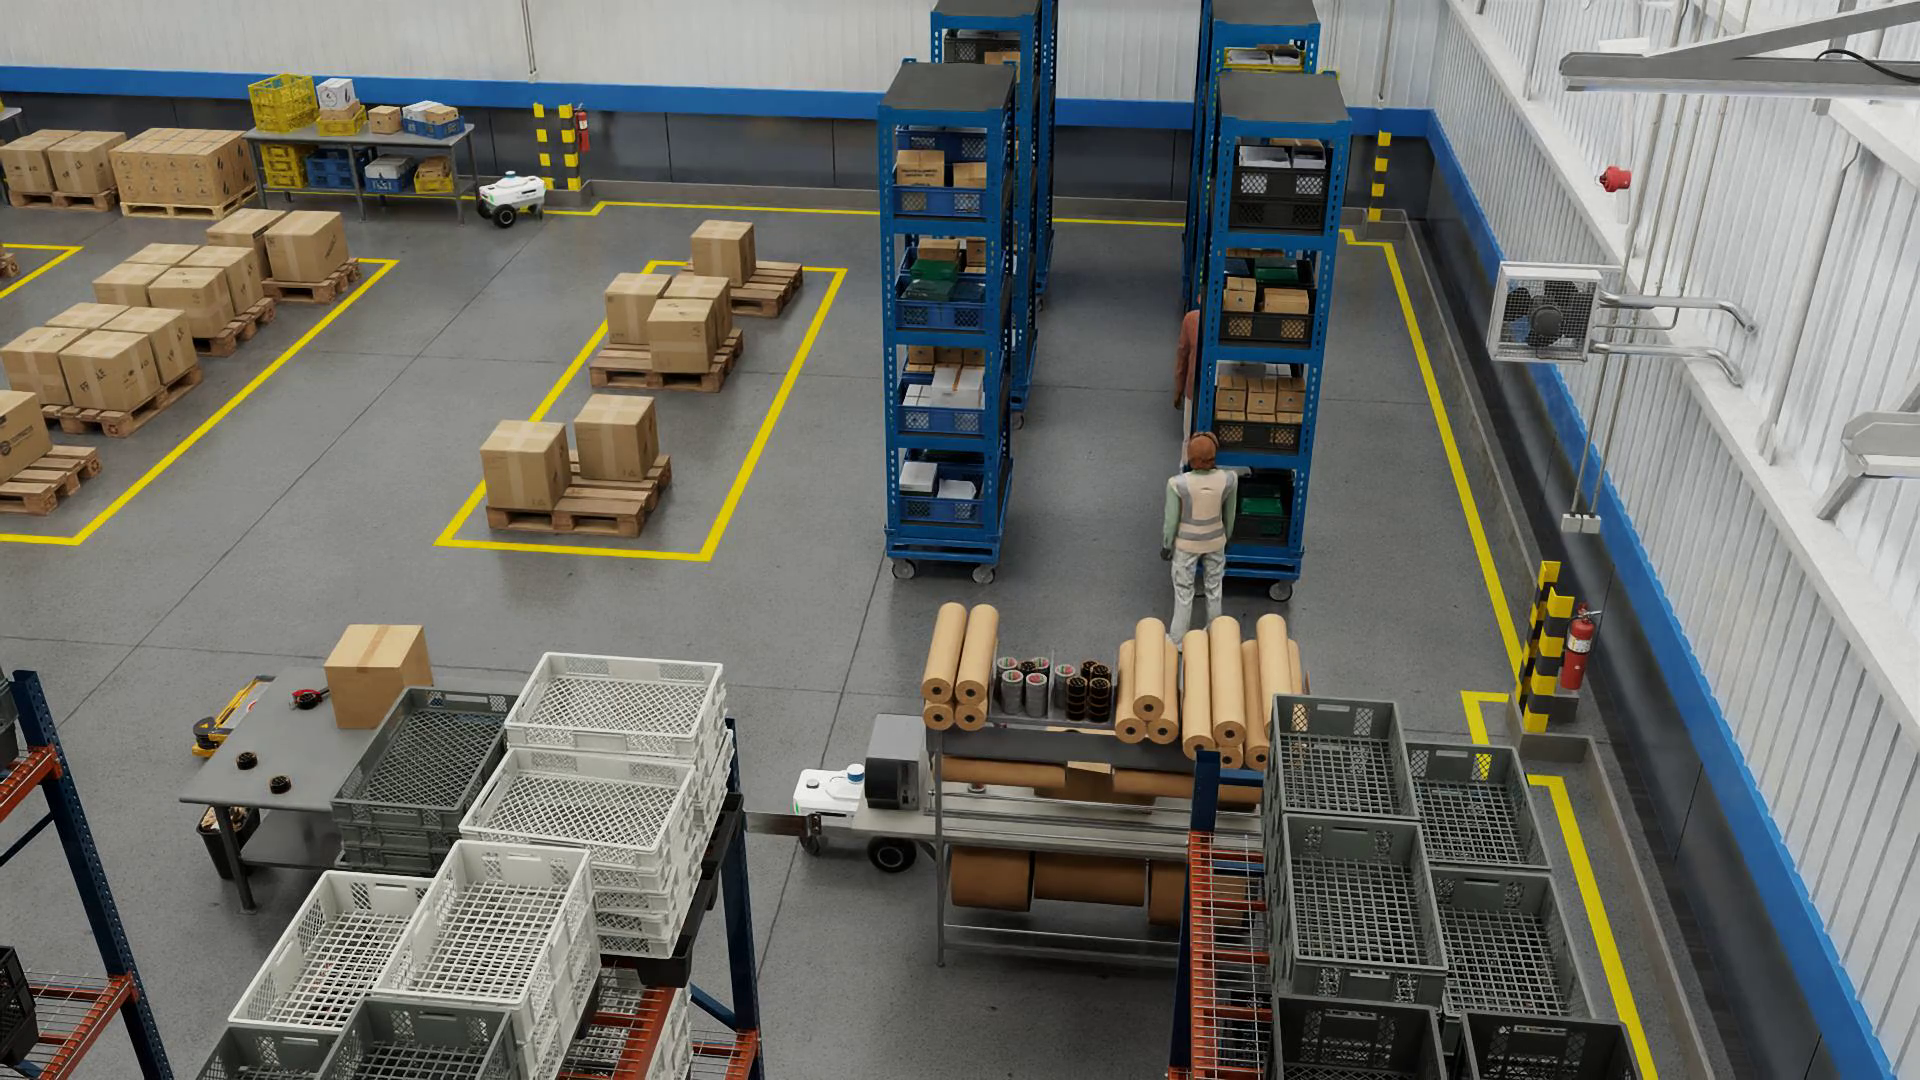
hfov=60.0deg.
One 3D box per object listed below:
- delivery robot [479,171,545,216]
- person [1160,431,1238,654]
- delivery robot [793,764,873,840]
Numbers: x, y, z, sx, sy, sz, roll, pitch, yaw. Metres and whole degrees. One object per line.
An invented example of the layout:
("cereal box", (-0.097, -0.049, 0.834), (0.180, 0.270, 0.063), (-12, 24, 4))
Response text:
("delivery robot", (-5.148, -4.002, 19.151), (0.707, 0.478, 0.477), (-23, 37, -34))
("person", (1.605, 0.030, 11.246), (0.515, 1.636, 0.314), (-6, 31, -11))
("delivery robot", (-0.600, 1.522, 9.663), (0.707, 0.478, 0.477), (4, 31, 7))
